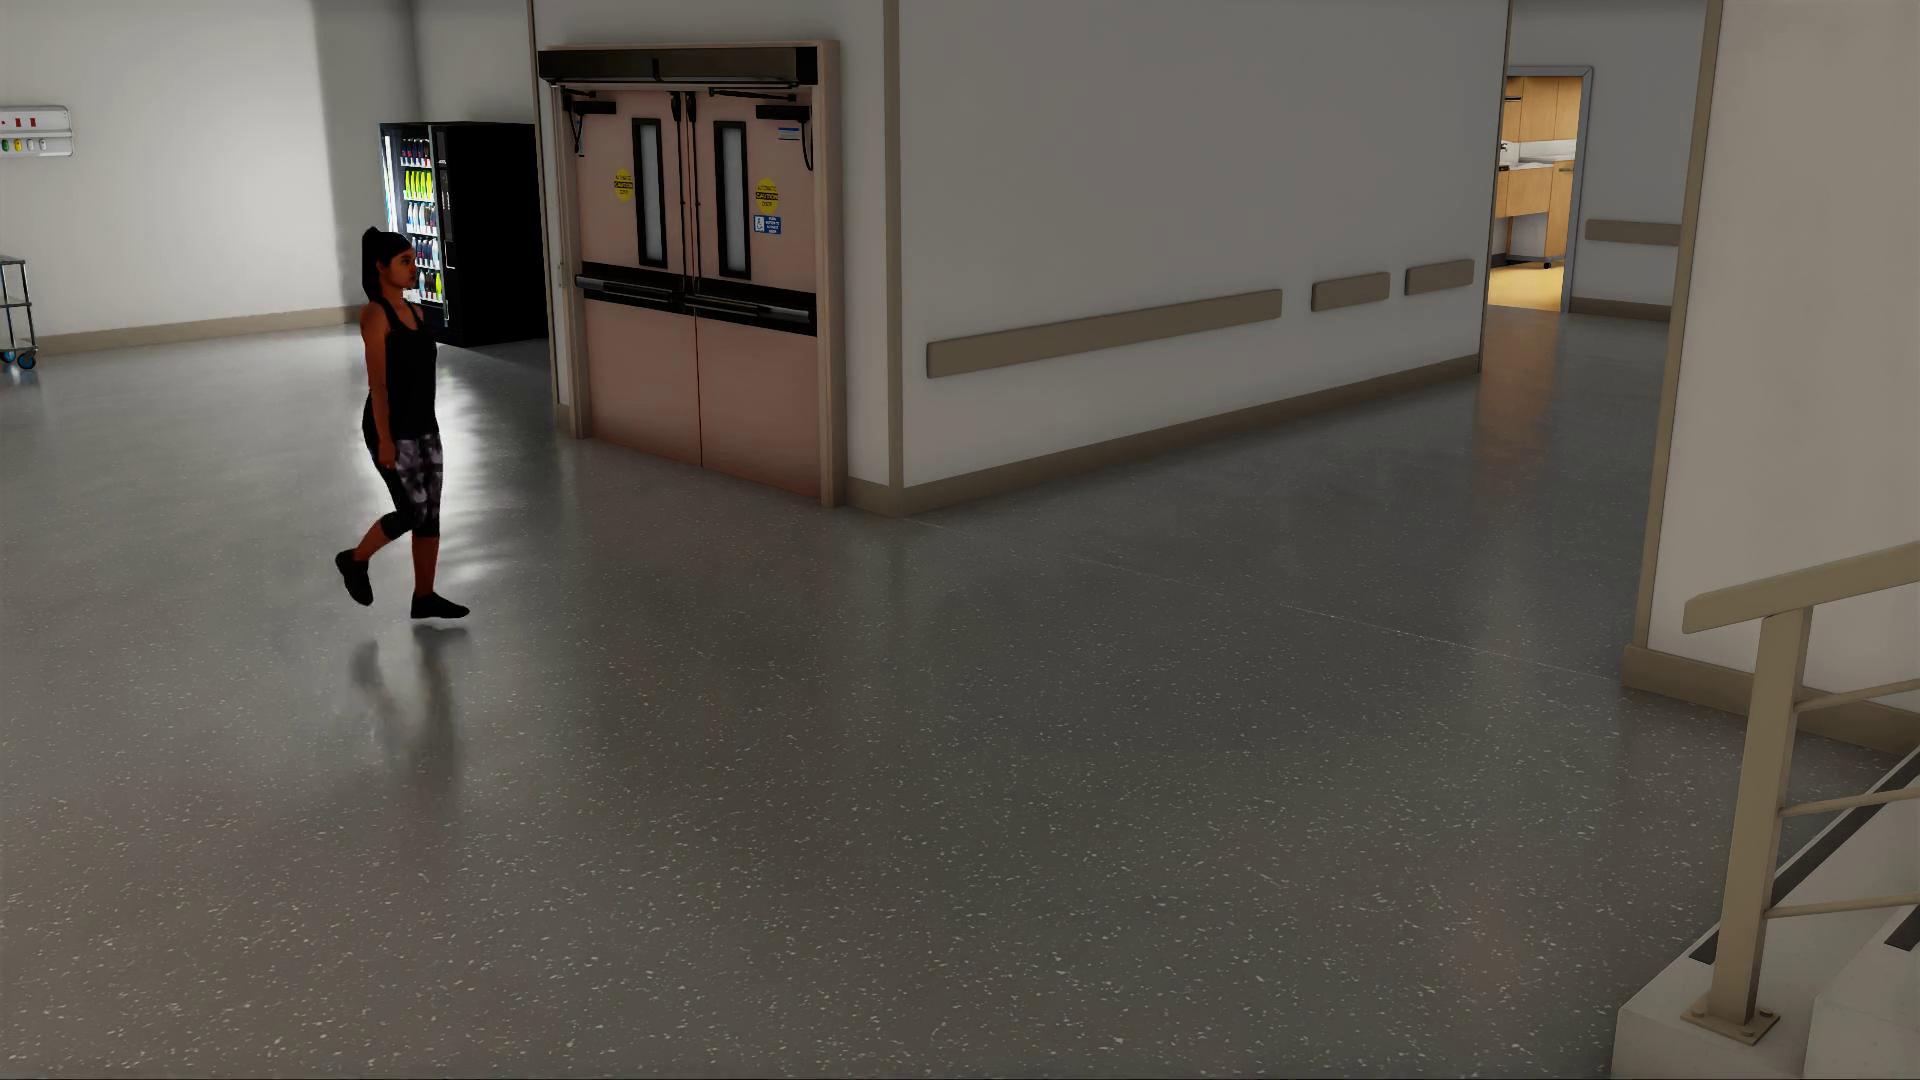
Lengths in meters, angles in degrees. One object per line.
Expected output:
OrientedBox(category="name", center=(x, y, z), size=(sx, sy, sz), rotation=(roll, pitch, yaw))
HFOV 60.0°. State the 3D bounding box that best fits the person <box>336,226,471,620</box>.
OrientedBox(category="person", center=(-2.382, -0.453, 6.899), size=(0.908, 1.649, 0.821), rotation=(2, 16, 9))
